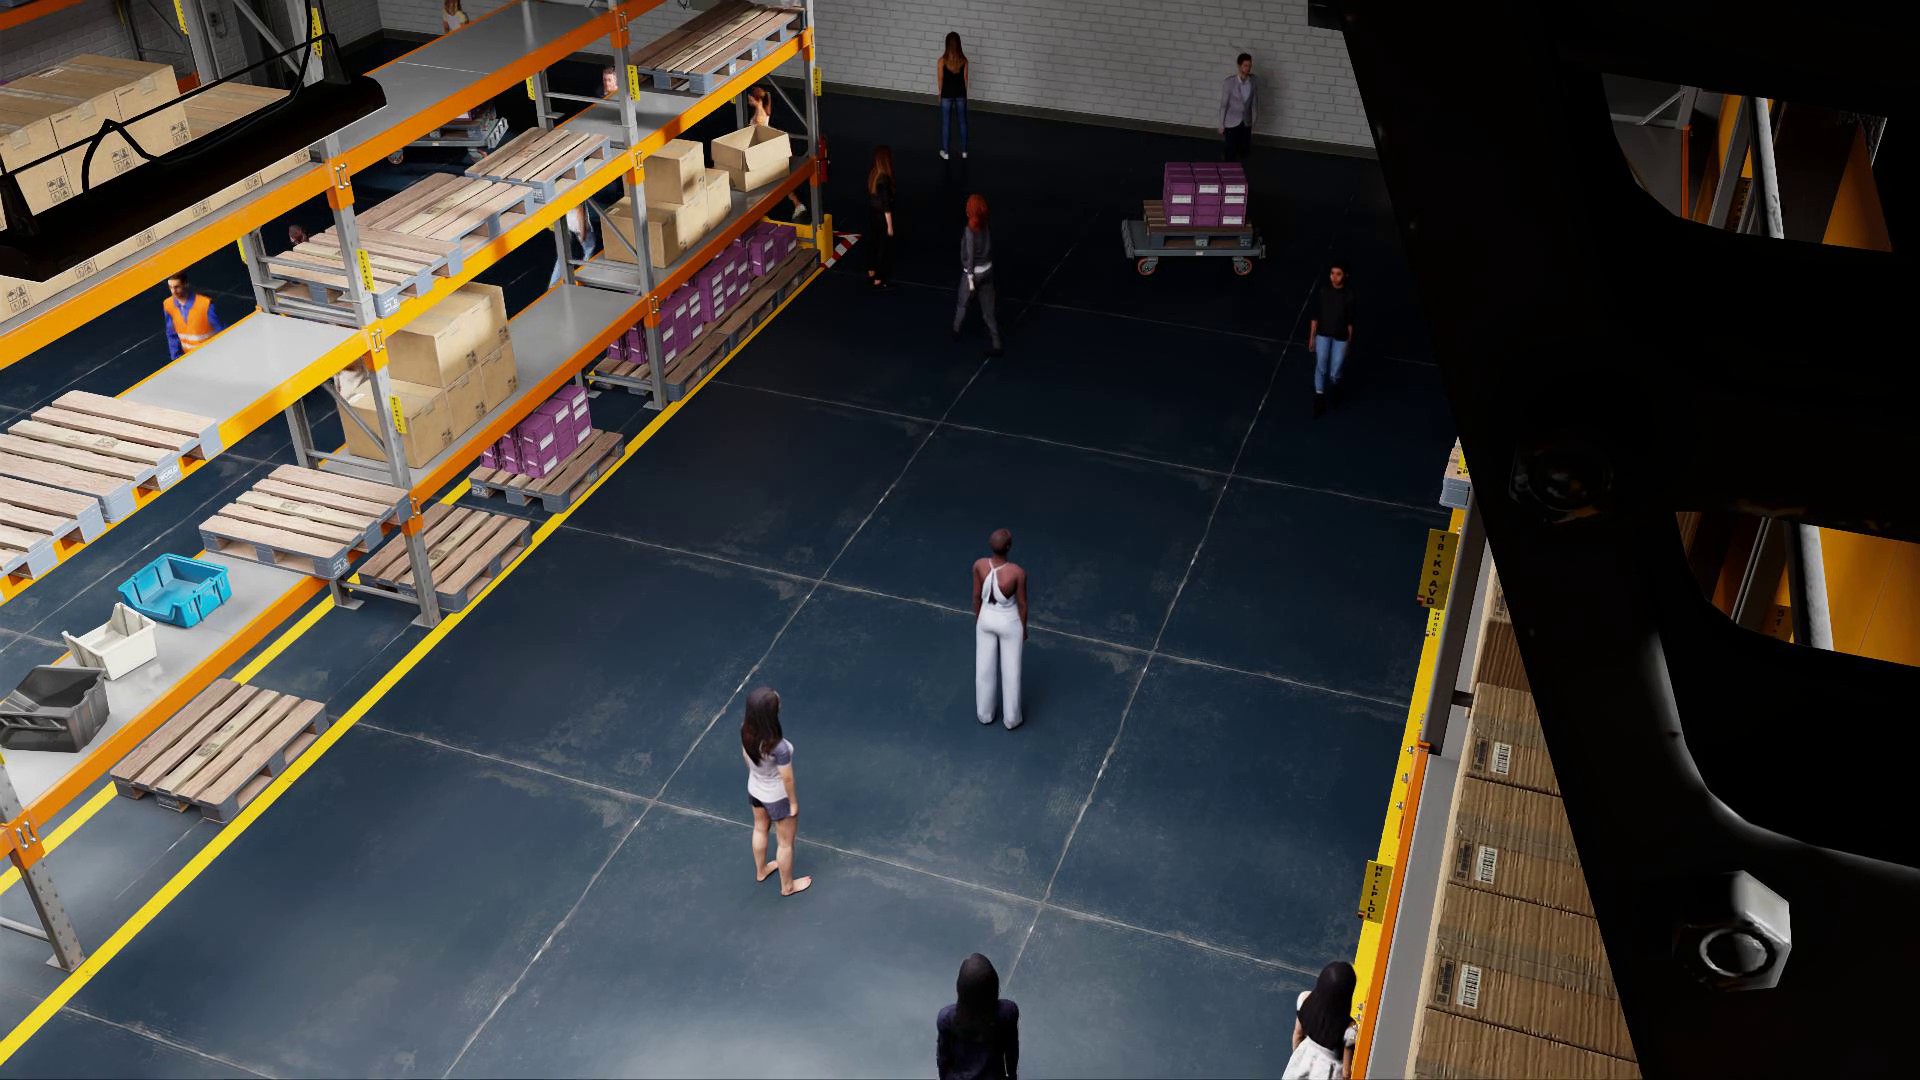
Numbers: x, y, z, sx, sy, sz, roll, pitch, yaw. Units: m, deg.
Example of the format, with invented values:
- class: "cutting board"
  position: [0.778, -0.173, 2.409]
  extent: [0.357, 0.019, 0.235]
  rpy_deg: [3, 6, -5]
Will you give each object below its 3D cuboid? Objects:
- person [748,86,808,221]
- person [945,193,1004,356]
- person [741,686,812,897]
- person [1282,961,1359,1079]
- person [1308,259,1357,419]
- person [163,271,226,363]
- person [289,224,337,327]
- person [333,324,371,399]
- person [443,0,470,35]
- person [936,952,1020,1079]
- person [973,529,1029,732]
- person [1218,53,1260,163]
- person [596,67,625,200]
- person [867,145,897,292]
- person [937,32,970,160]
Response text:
- class: "person"
  position: [-2.343, -4.773, 20.737]
  extent: [0.746, 1.735, 1.118]
  rpy_deg: [8, 35, 12]
- class: "person"
  position: [0.238, -2.763, 17.730]
  extent: [0.918, 1.715, 1.060]
  rpy_deg: [17, 37, 24]
- class: "person"
  position: [-1.259, 1.659, 11.085]
  extent: [0.666, 1.706, 0.650]
  rpy_deg: [26, 42, 34]
- class: "person"
  position: [1.960, 2.963, 9.066]
  extent: [0.794, 1.769, 0.774]
  rpy_deg: [-26, 42, -33]
- class: "person"
  position: [3.755, -2.039, 16.662]
  extent: [0.630, 1.691, 0.696]
  rpy_deg: [16, 37, 23]
- class: "person"
  position: [-7.344, -1.842, 16.260]
  extent: [0.941, 1.809, 1.282]
  rpy_deg: [1, 34, 1]
- class: "person"
  position: [-6.782, -2.584, 17.638]
  extent: [1.094, 1.518, 0.912]
  rpy_deg: [-28, 43, -36]
- class: "person"
  position: [-5.657, -1.289, 15.530]
  extent: [0.605, 1.695, 0.763]
  rpy_deg: [11, 35, 16]
- class: "person"
  position: [-7.377, -7.294, 24.541]
  extent: [0.672, 1.722, 0.608]
  rpy_deg: [19, 38, 26]
- class: "person"
  position: [0.098, 2.988, 9.076]
  extent: [0.852, 1.718, 0.998]
  rpy_deg: [-5, 34, -7]
- class: "person"
  position: [0.299, 0.671, 12.502]
  extent: [0.565, 1.784, 0.465]
  rpy_deg: [11, 35, 16]
- class: "person"
  position: [3.580, -5.472, 21.702]
  extent: [1.013, 1.830, 1.115]
  rpy_deg: [-10, 35, -15]
- class: "person"
  position: [-4.363, -5.187, 21.277]
  extent: [0.722, 1.825, 0.661]
  rpy_deg: [12, 35, 17]
- class: "person"
  position: [-0.937, -3.721, 19.179]
  extent: [0.746, 1.708, 0.670]
  rpy_deg: [-11, 35, -15]
- class: "person"
  position: [-0.088, -6.063, 22.688]
  extent: [0.670, 1.722, 0.672]
  rpy_deg: [-5, 34, -8]
